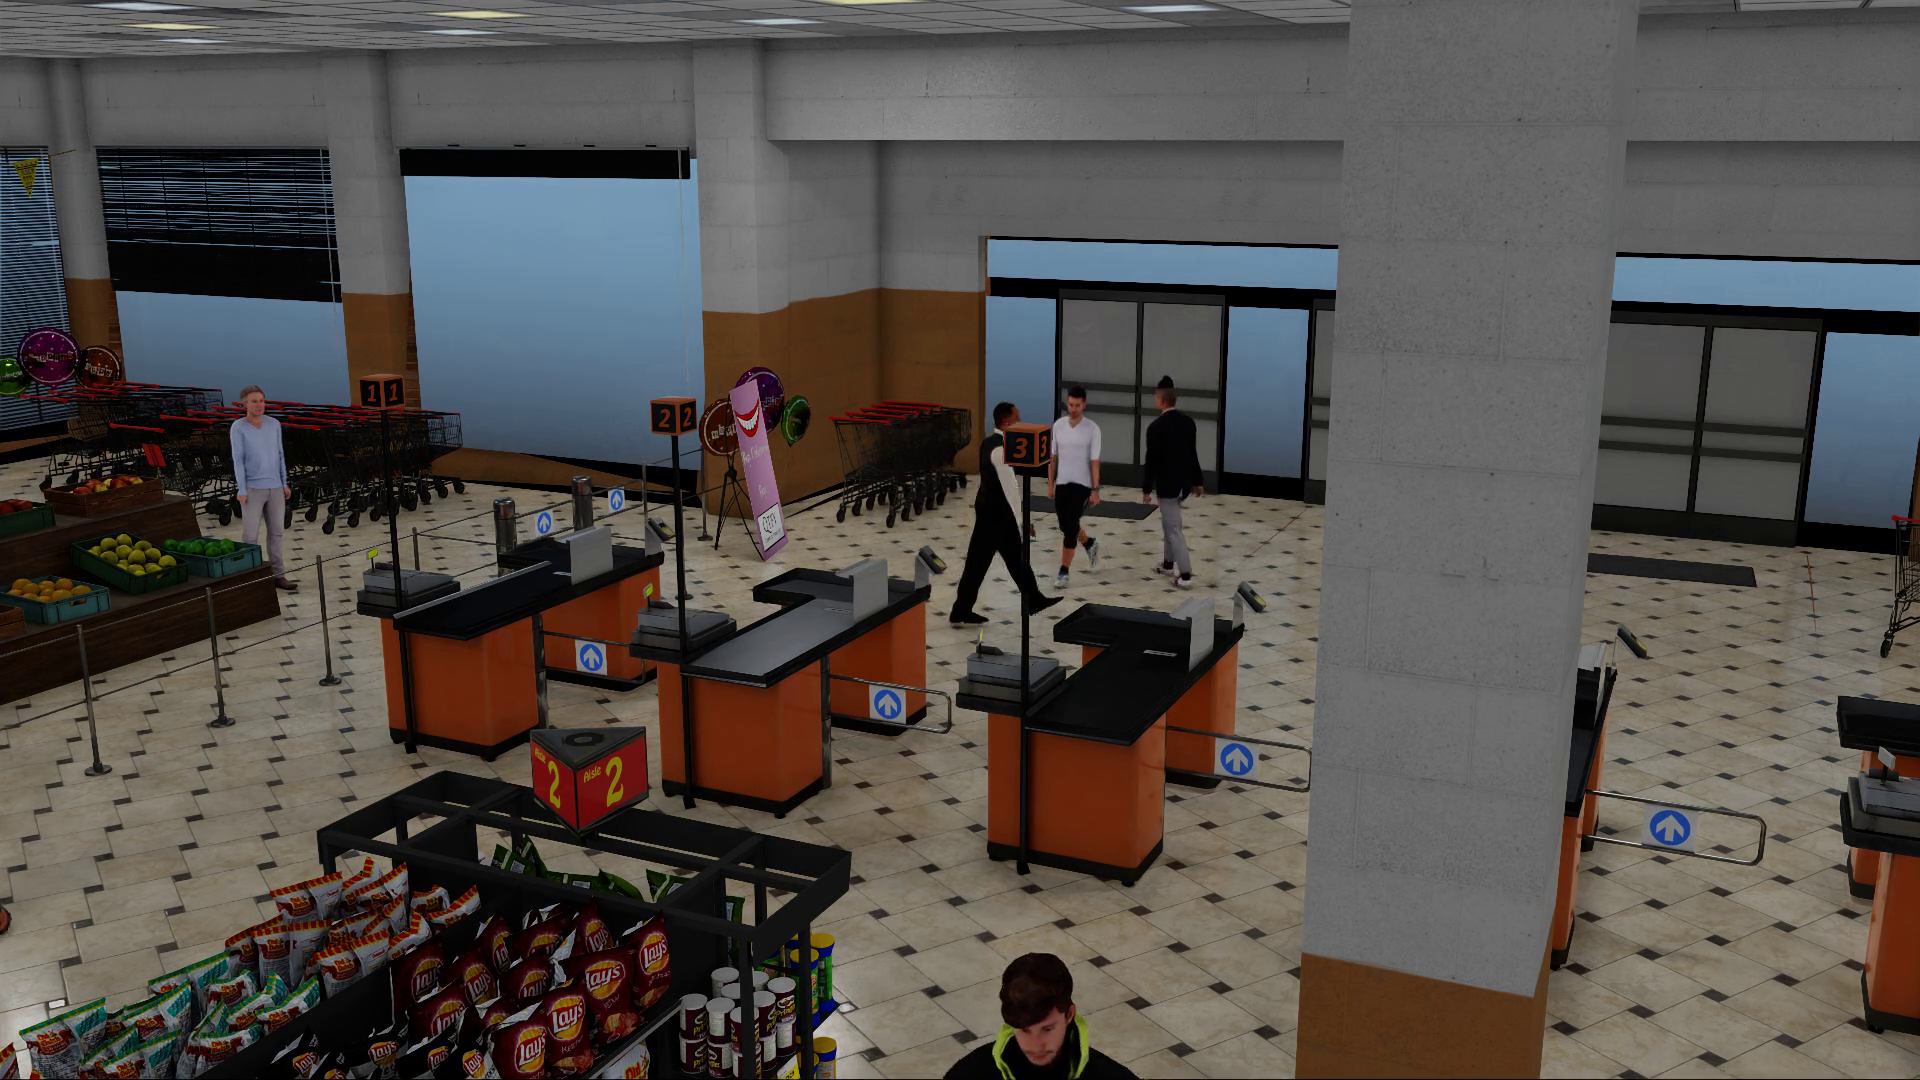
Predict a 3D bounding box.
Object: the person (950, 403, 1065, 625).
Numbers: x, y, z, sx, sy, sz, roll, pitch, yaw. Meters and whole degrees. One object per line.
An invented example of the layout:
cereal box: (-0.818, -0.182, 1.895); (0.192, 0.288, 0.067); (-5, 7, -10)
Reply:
person: (0.187, -0.178, 13.864); (1.145, 1.871, 1.264); (-1, 14, -6)

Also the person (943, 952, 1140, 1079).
person: (0.270, 2.004, 4.750); (1.096, 1.928, 1.375); (1, 14, 3)

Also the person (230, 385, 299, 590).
person: (-6.300, -0.459, 14.975); (0.760, 1.894, 0.588); (10, 17, 36)

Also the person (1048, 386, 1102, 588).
person: (1.090, -0.513, 15.348); (0.808, 1.823, 1.138); (9, 16, 33)

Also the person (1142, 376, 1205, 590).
person: (1.993, -0.495, 15.045); (0.972, 1.930, 1.023); (-9, 16, -32)
